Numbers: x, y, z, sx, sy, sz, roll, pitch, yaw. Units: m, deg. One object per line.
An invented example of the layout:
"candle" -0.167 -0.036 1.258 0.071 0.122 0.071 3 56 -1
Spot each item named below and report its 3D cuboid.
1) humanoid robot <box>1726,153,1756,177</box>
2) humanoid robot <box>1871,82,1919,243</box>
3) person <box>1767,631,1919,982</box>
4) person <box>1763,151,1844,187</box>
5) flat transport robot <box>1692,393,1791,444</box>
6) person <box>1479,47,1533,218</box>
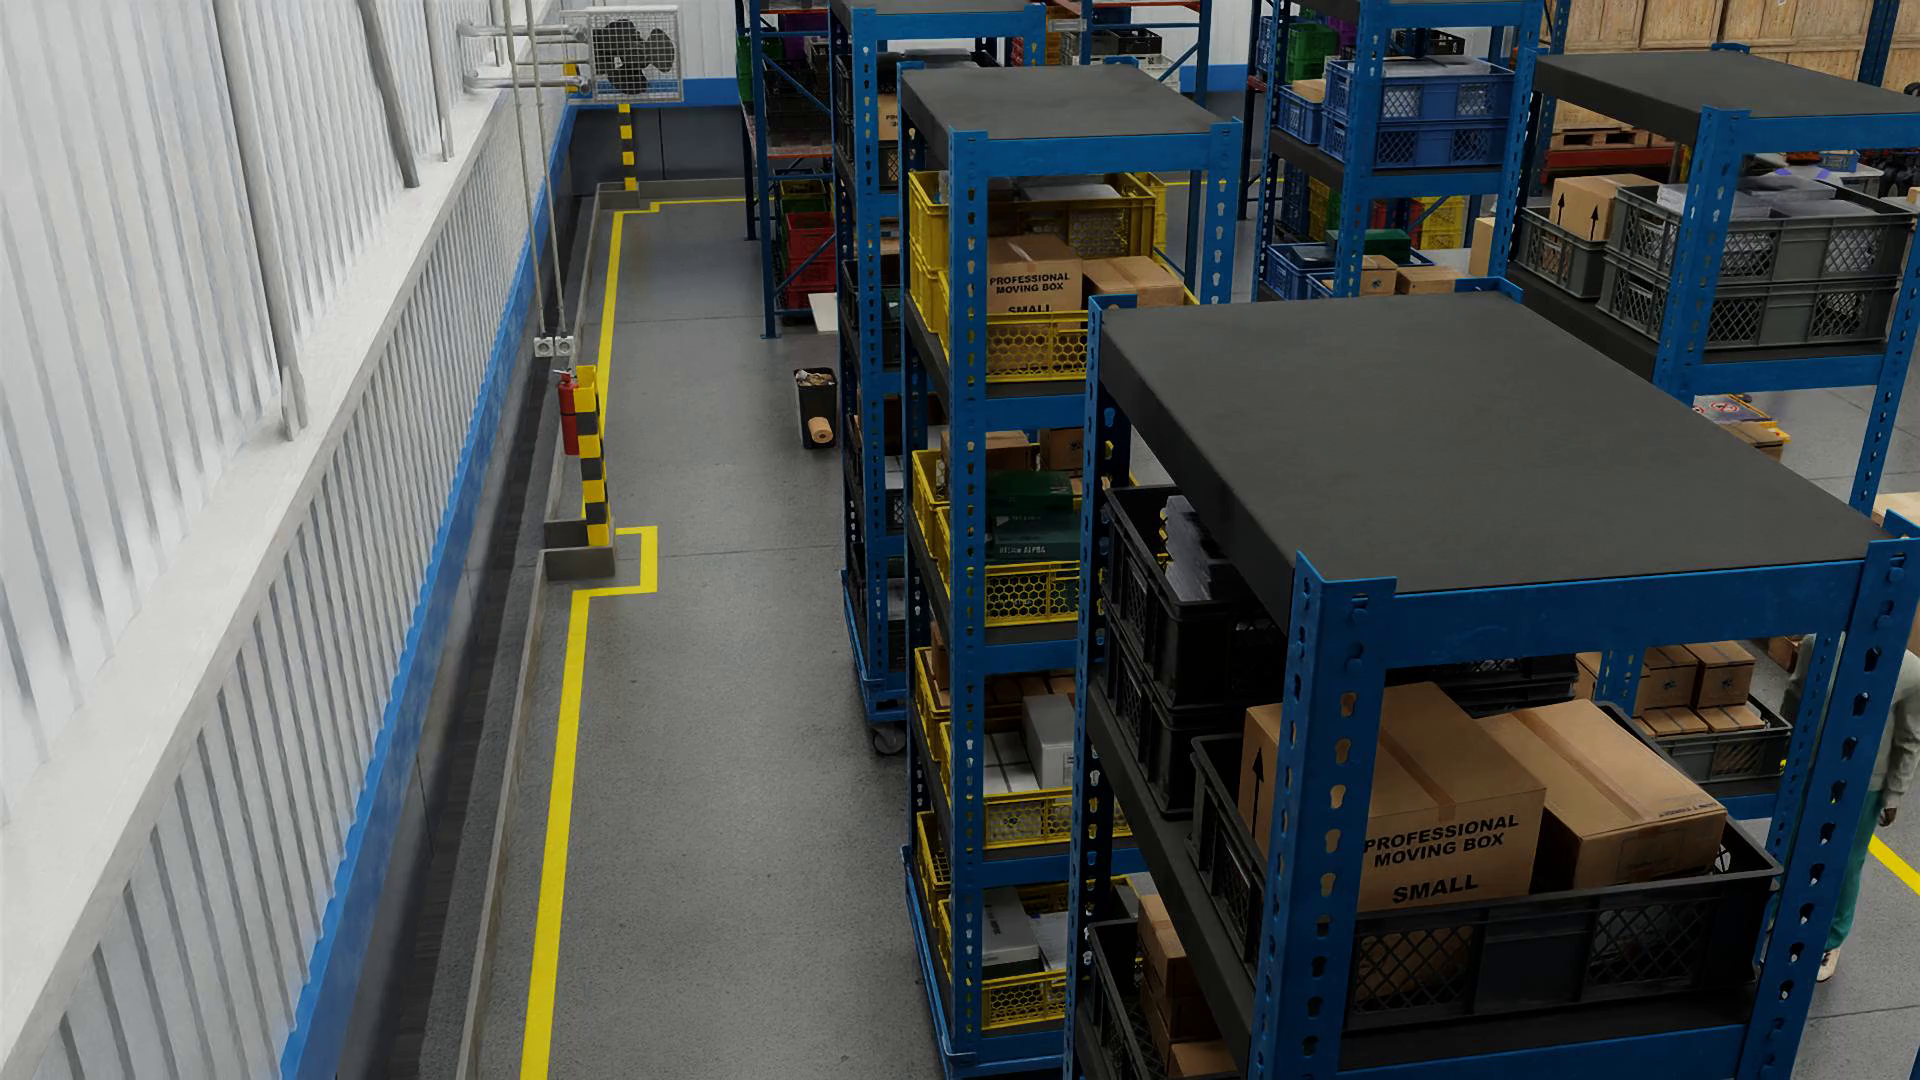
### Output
"humanoid robot" 7.331 -3.382 16.045 0.593 1.620 0.832 -2 25 -5
"humanoid robot" 9.490 -3.779 16.810 0.315 1.657 0.609 -10 27 -21
"person" 3.439 0.908 6.528 0.299 1.772 0.530 -20 31 -37
"person" 6.461 -2.260 13.093 0.674 2.000 0.536 3 25 7
"flat transport robot" 5.224 -0.859 12.132 1.431 0.197 0.652 -4 25 -8
"person" 5.837 -4.276 17.661 0.353 1.884 0.578 -1 25 -3
